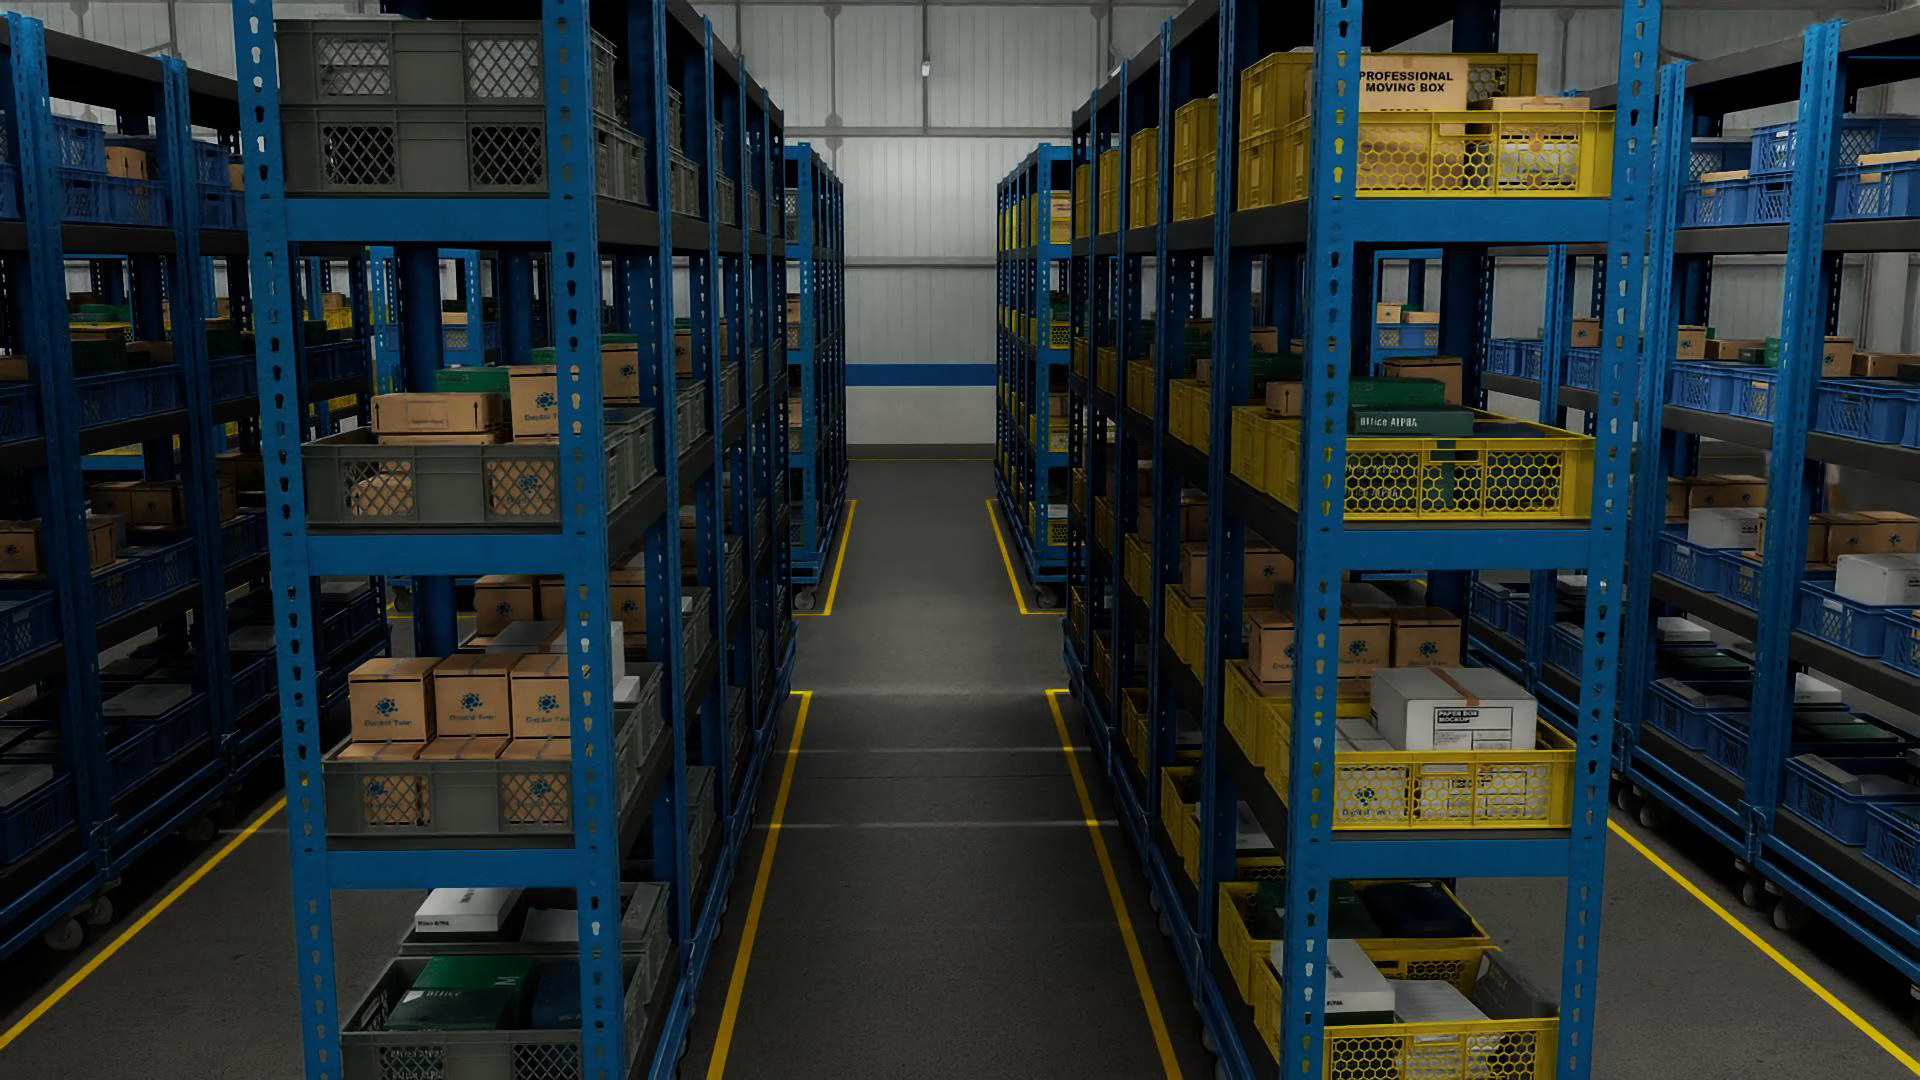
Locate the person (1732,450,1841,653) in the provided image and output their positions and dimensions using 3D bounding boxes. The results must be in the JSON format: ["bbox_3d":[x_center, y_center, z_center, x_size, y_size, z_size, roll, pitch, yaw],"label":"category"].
[{"bbox_3d":[5.862,-0.115,11.652,0.988,1.795,0.598,-3,10,-17],"label":"person"}]
